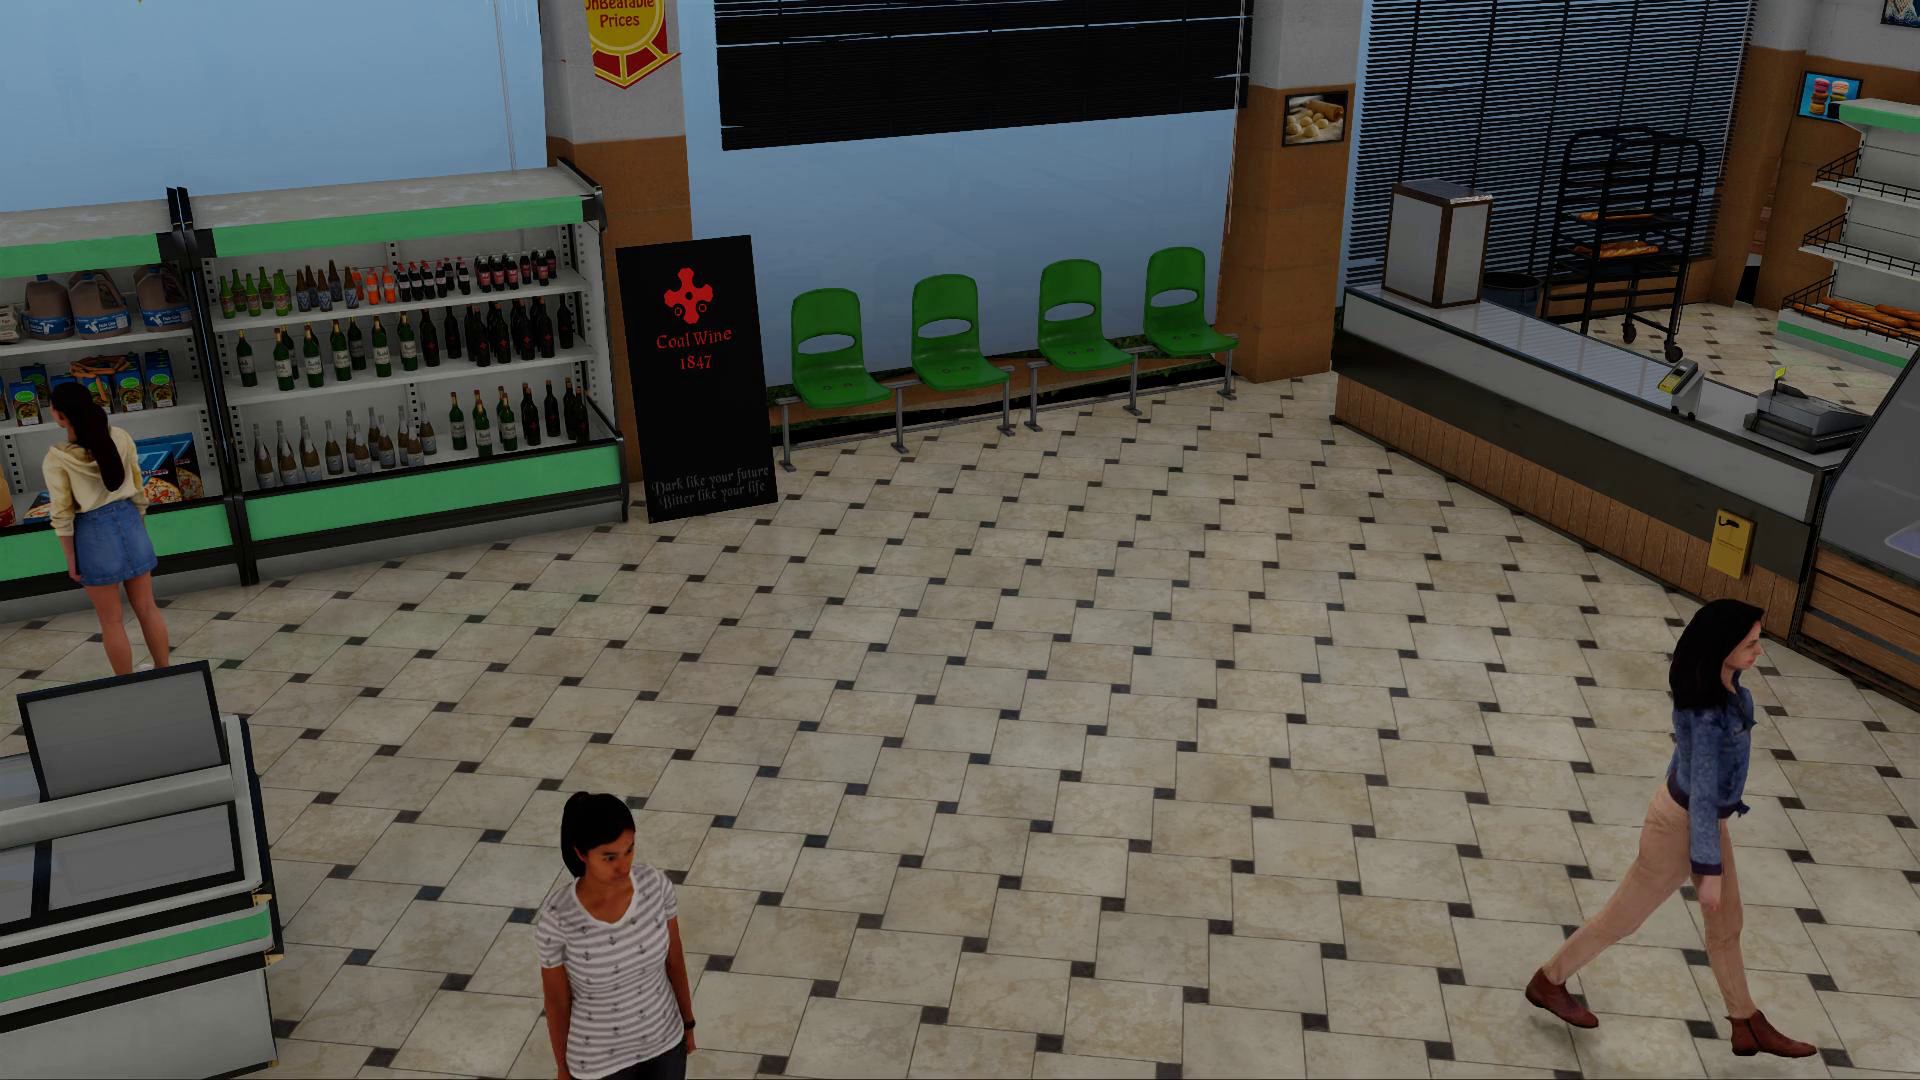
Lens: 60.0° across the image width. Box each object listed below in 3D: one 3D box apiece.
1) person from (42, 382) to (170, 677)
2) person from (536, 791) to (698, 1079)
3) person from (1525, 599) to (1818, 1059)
[{"bbox_3d":[-4.118,0.012,8.066,0.767,1.629,0.647,16,28,33],"label":"person"},{"bbox_3d":[-1.000,1.427,4.834,0.909,1.628,0.750,-16,29,-33],"label":"person"},{"bbox_3d":[2.365,1.010,5.672,1.161,1.720,1.196,12,26,26],"label":"person"}]
